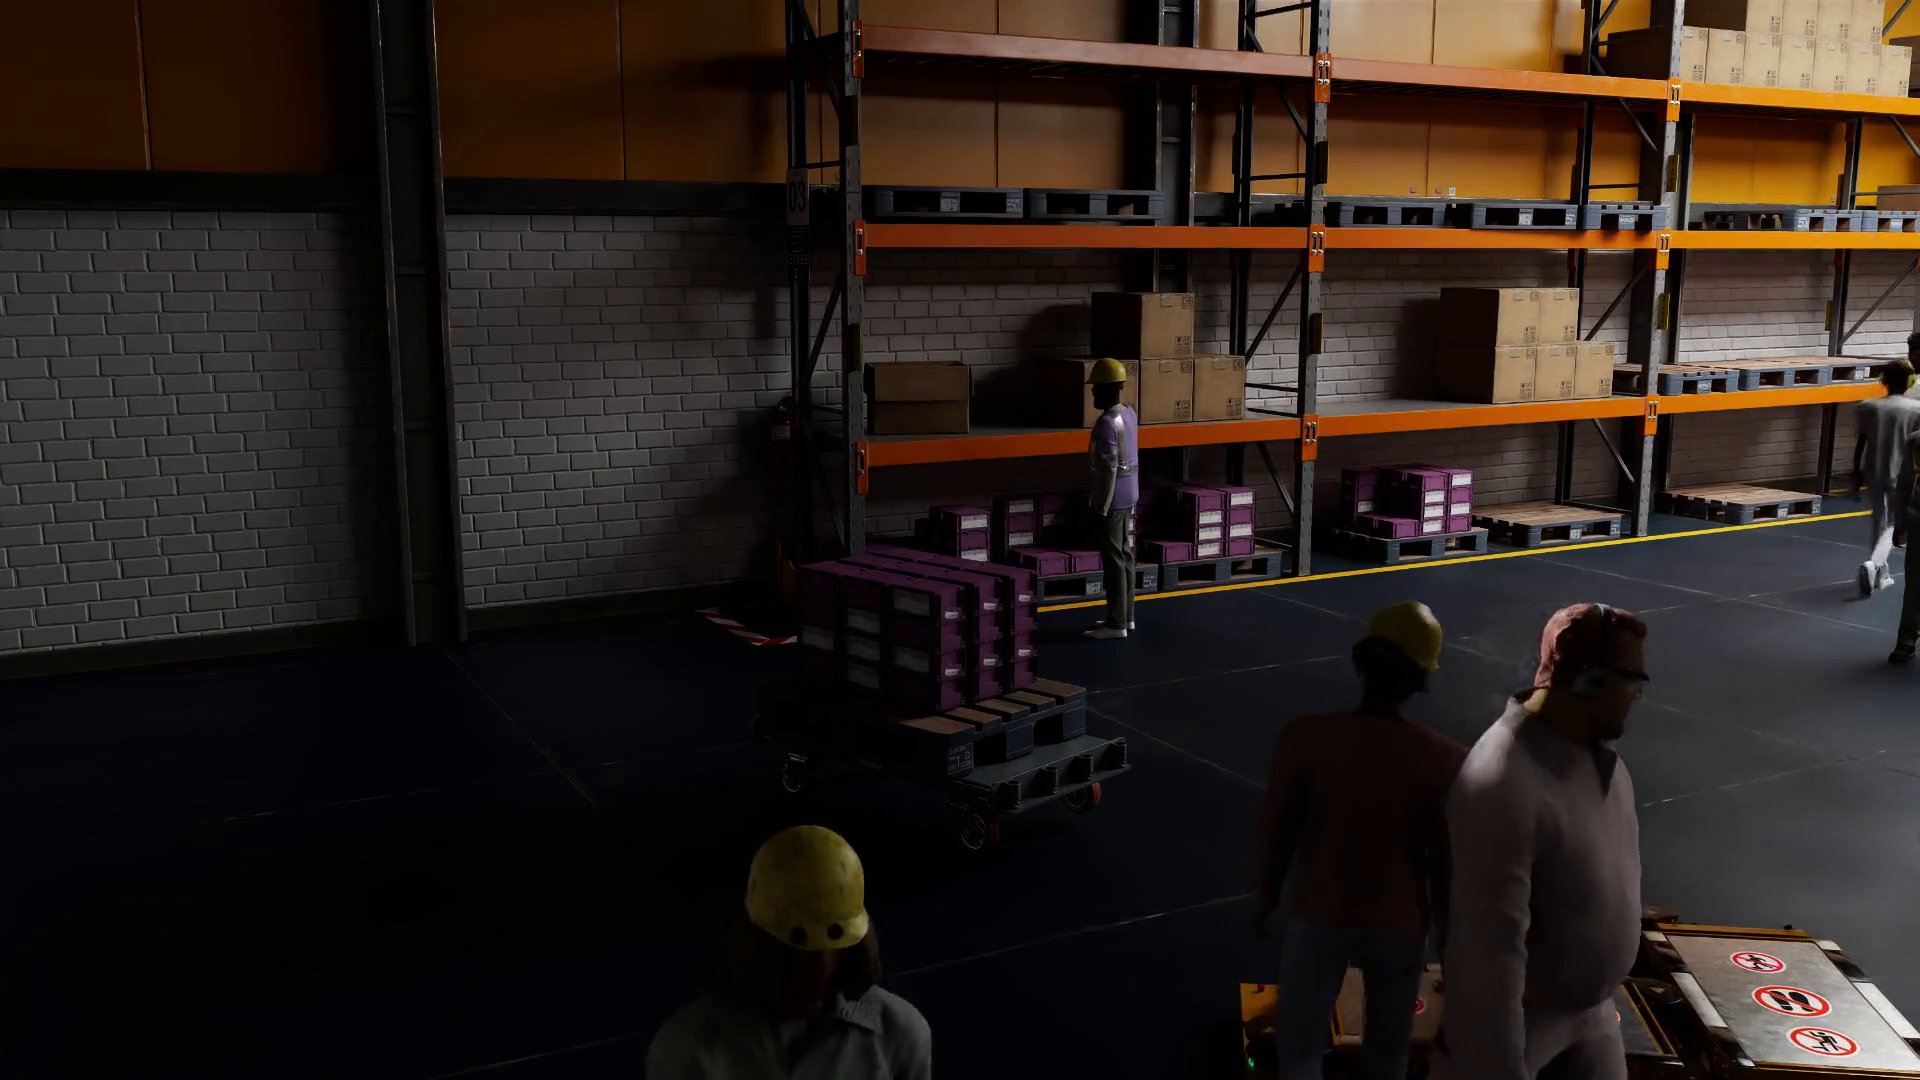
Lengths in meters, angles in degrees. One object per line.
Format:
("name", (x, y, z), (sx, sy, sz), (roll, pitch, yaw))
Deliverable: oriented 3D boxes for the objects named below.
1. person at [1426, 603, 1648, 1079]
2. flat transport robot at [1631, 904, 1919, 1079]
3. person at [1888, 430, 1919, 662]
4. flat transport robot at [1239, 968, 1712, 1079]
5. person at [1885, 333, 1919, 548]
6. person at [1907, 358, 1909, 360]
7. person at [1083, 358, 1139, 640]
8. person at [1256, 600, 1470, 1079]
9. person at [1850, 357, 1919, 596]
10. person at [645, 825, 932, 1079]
("person", (1.383, 1.079, 3.721), (0.690, 1.862, 0.889), (-9, 14, -43))
("flat transport robot", (2.696, 1.572, 5.484), (0.652, 0.197, 1.431), (1, 10, 8))
("person", (6.272, -0.100, 10.604), (0.600, 1.836, 0.404), (8, 13, 38))
("flat transport robot", (1.635, 1.593, 5.361), (1.431, 0.197, 0.652), (1, 10, 8))
("person", (8.599, -0.908, 14.956), (0.813, 1.944, 0.615), (-4, 11, -24))
("person", (9.365, -1.109, 16.230), (0.414, 1.893, 0.677), (-5, 11, -27))
("person", (1.022, -0.279, 11.377), (0.385, 1.925, 0.591), (4, 11, 22))
("person", (1.057, 1.025, 4.417), (0.552, 1.735, 0.733), (3, 10, 14))
("person", (7.153, -0.484, 12.837), (0.818, 1.837, 0.522), (-9, 13, -43))
("person", (-0.278, 1.301, 2.844), (0.498, 1.725, 0.414), (-3, 10, -16))
